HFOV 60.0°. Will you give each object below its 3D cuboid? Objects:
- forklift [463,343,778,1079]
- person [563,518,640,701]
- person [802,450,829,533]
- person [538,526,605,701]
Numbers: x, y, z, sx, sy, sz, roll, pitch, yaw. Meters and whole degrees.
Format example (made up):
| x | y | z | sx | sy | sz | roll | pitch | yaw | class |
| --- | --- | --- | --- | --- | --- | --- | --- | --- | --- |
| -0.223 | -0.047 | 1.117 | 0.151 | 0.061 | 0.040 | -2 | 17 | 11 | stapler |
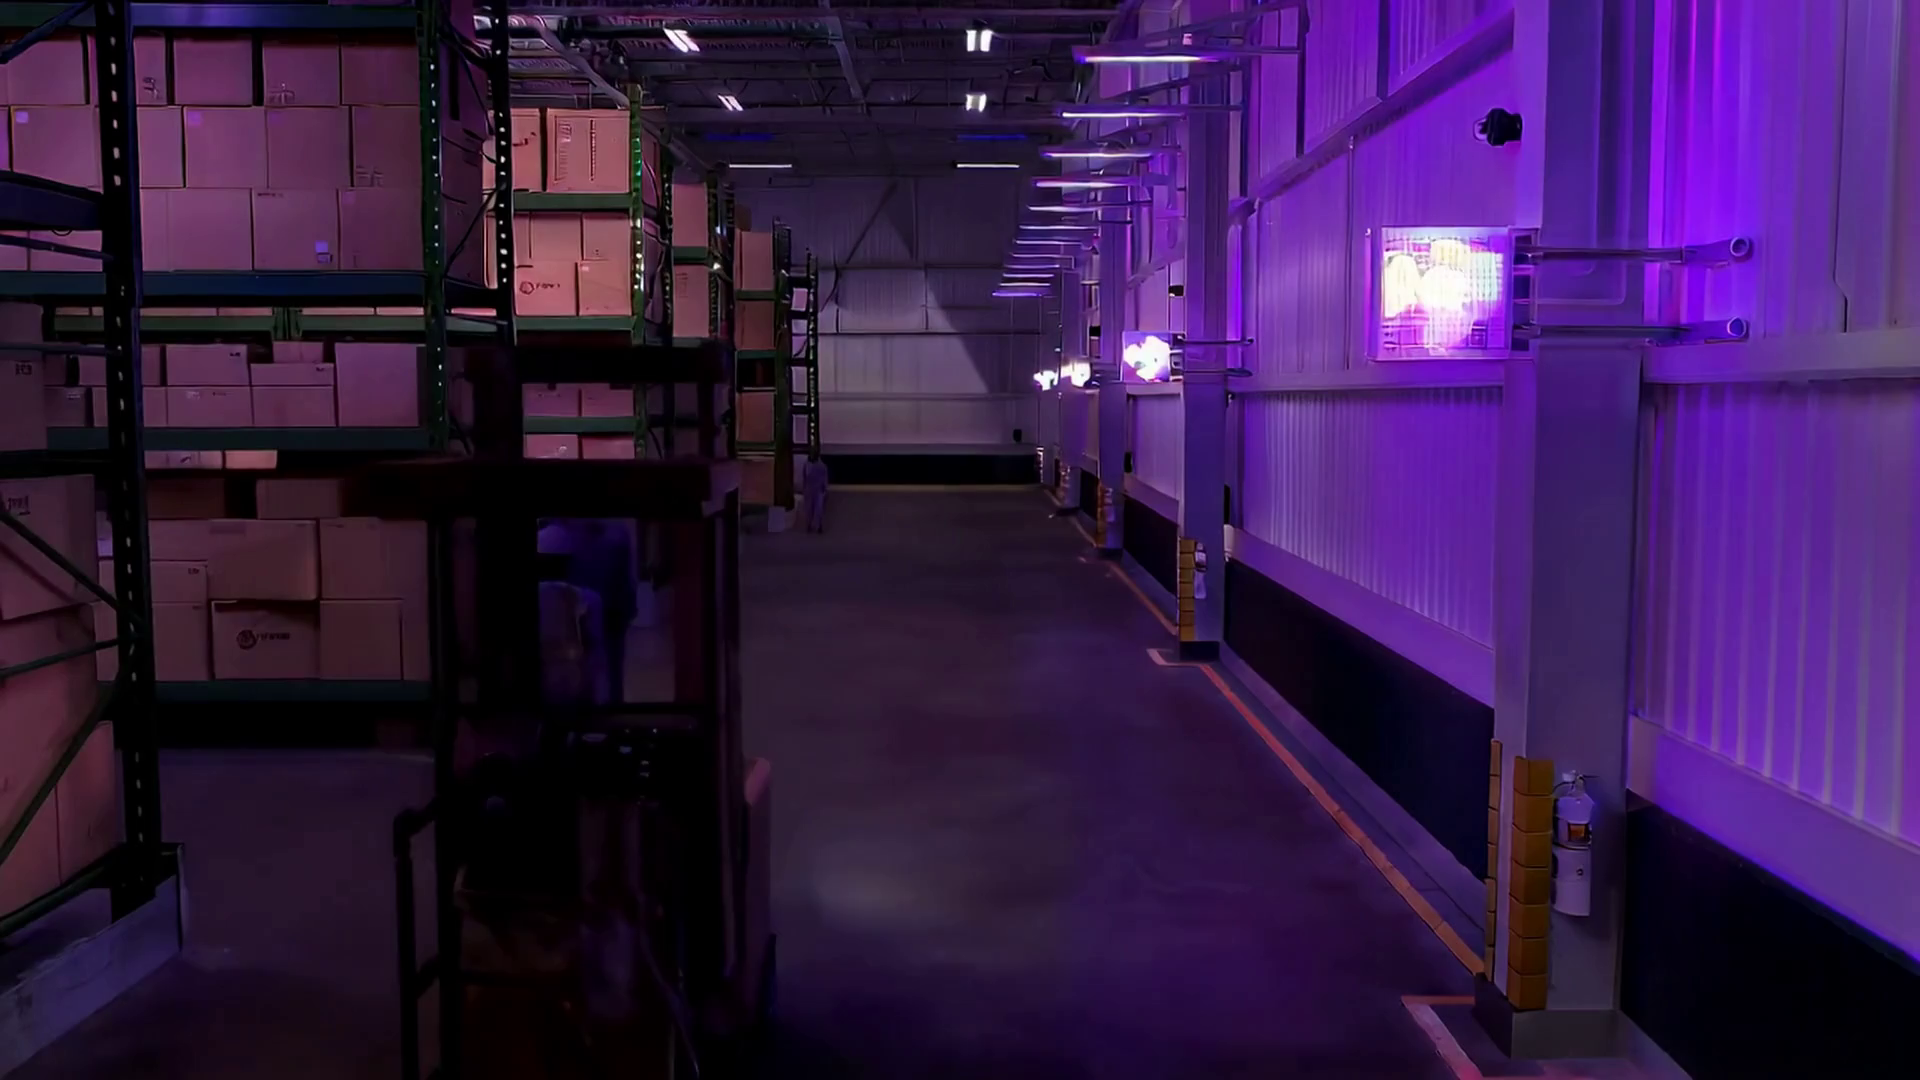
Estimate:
| x | y | z | sx | sy | sz | roll | pitch | yaw | class |
| --- | --- | --- | --- | --- | --- | --- | --- | --- | --- |
| -1.311 | 0.661 | 6.215 | 1.129 | 2.768 | 1.873 | 0 | 5 | 0 | forklift |
| -3.052 | 0.477 | 14.131 | 0.663 | 1.884 | 0.617 | -1 | 5 | -8 | person |
| -2.780 | -0.942 | 32.137 | 0.525 | 1.617 | 0.553 | 0 | 5 | -2 | person |
| -2.340 | 0.866 | 9.560 | 0.567 | 1.882 | 0.978 | -1 | 5 | -15 | person |
